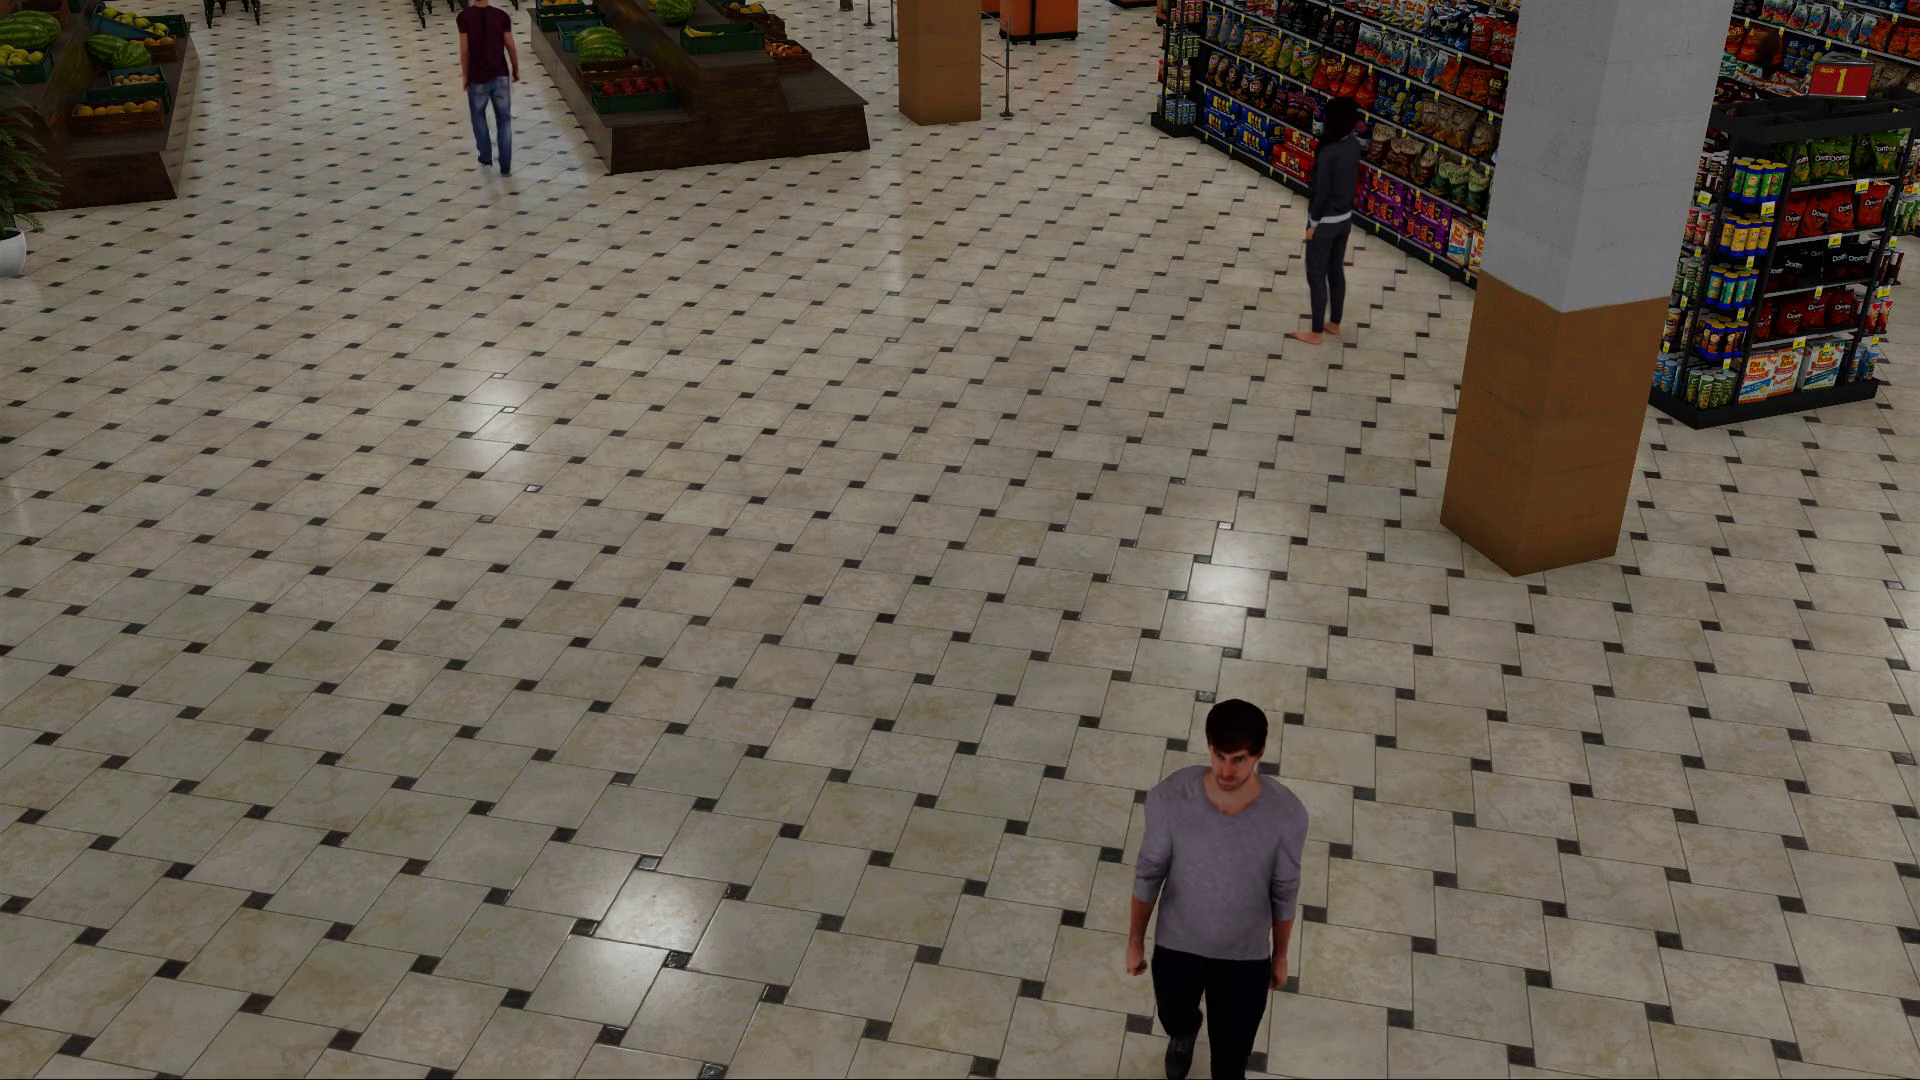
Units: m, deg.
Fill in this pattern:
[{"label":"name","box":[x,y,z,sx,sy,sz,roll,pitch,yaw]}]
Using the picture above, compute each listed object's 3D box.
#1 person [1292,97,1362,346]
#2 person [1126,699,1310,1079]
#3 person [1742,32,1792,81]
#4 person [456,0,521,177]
[{"label":"person","box":[2.670,-2.295,11.952,0.684,1.768,0.659,-25,38,-38]},{"label":"person","box":[0.819,1.263,5.394,1.096,1.808,1.240,9,30,16]},{"label":"person","box":[6.434,-3.234,13.611,0.756,1.825,0.699,-3,29,-5]},{"label":"person","box":[-4.416,-4.336,15.625,0.691,1.831,0.802,-10,30,-18]}]
